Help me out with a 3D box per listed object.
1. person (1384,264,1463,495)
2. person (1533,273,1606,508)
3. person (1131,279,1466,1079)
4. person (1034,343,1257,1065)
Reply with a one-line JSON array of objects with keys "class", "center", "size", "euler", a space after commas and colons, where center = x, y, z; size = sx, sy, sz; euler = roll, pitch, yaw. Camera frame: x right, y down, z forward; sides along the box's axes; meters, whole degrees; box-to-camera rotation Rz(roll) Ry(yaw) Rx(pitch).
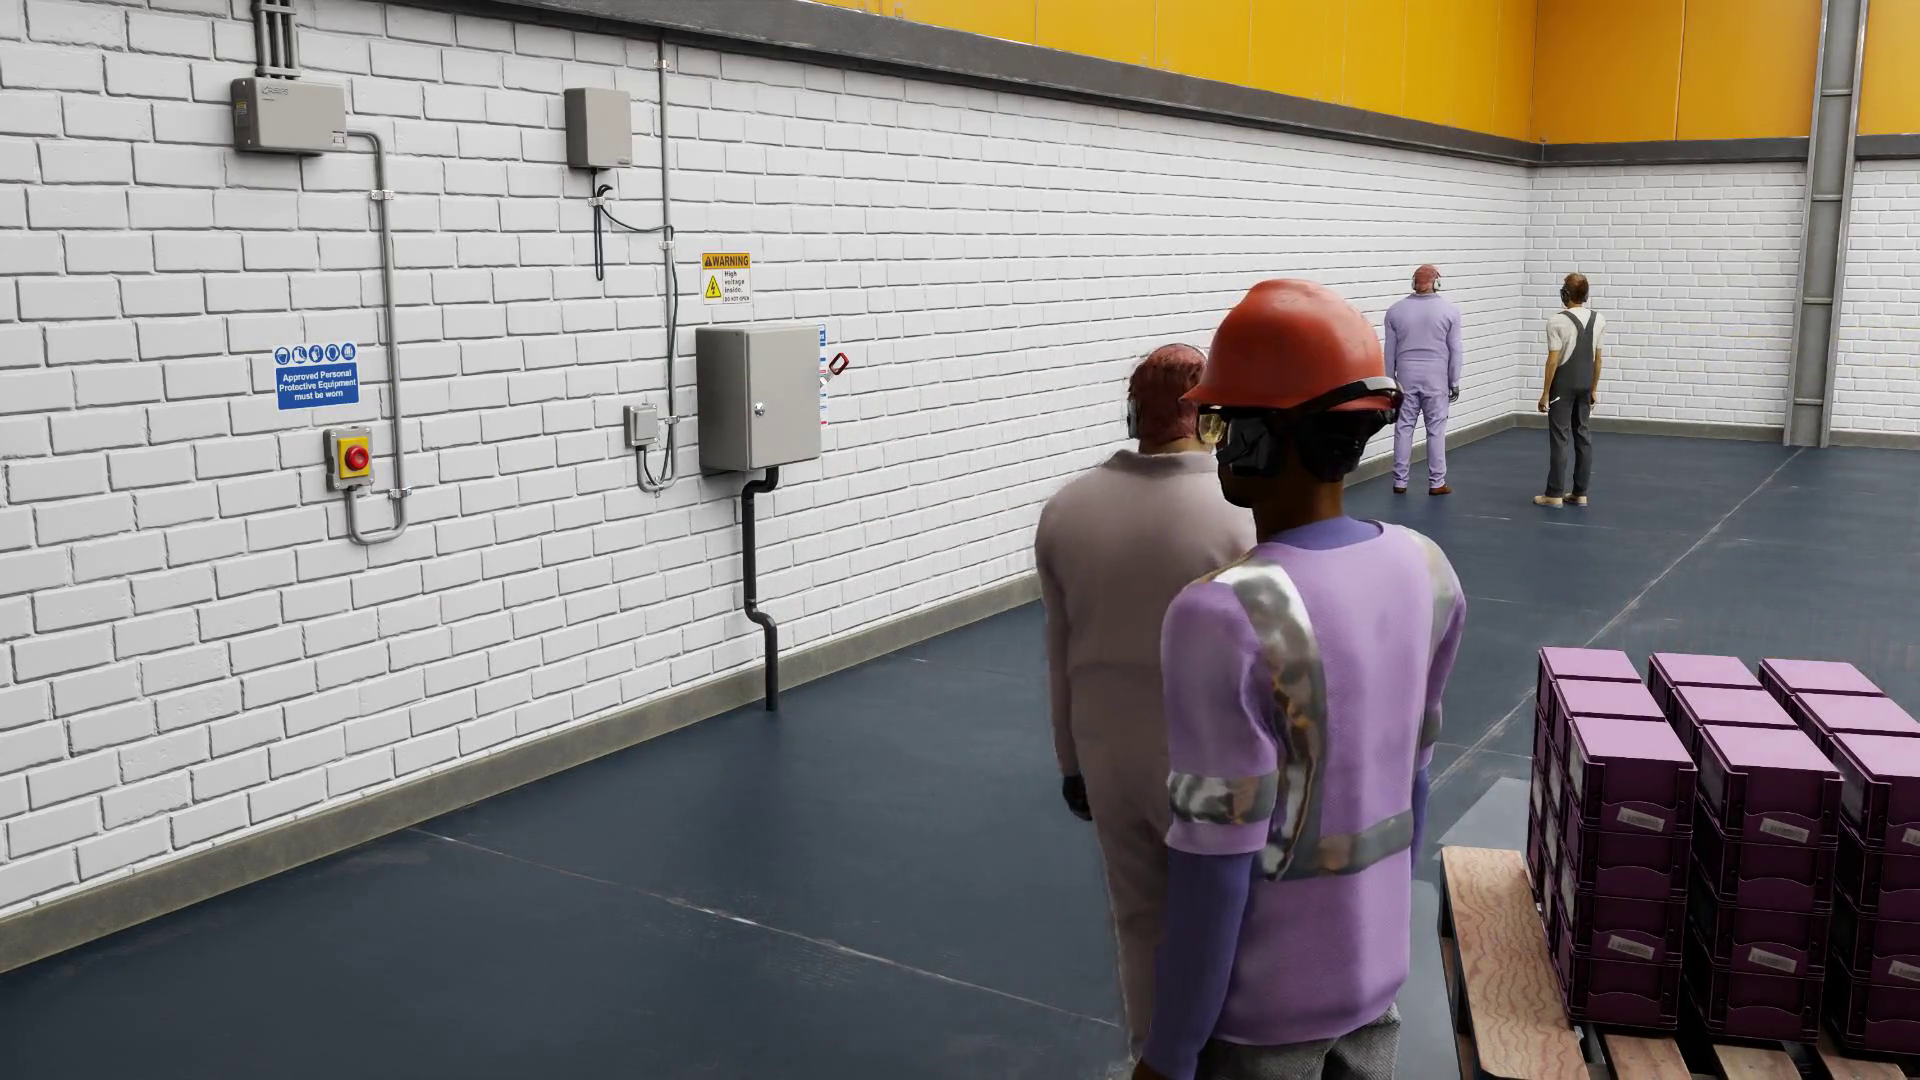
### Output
[{"class": "person", "center": [3.829, -1.317, 13.759], "size": [0.638, 1.903, 0.408], "euler": [5, 11, 26]}, {"class": "person", "center": [4.801, -1.172, 13.104], "size": [0.506, 1.846, 0.345], "euler": [-3, 11, -17]}, {"class": "person", "center": [0.472, 0.641, 2.506], "size": [0.605, 2.045, 0.377], "euler": [-10, 14, -44]}, {"class": "person", "center": [0.436, 0.508, 3.724], "size": [0.648, 1.878, 0.606], "euler": [6, 12, 32]}]
